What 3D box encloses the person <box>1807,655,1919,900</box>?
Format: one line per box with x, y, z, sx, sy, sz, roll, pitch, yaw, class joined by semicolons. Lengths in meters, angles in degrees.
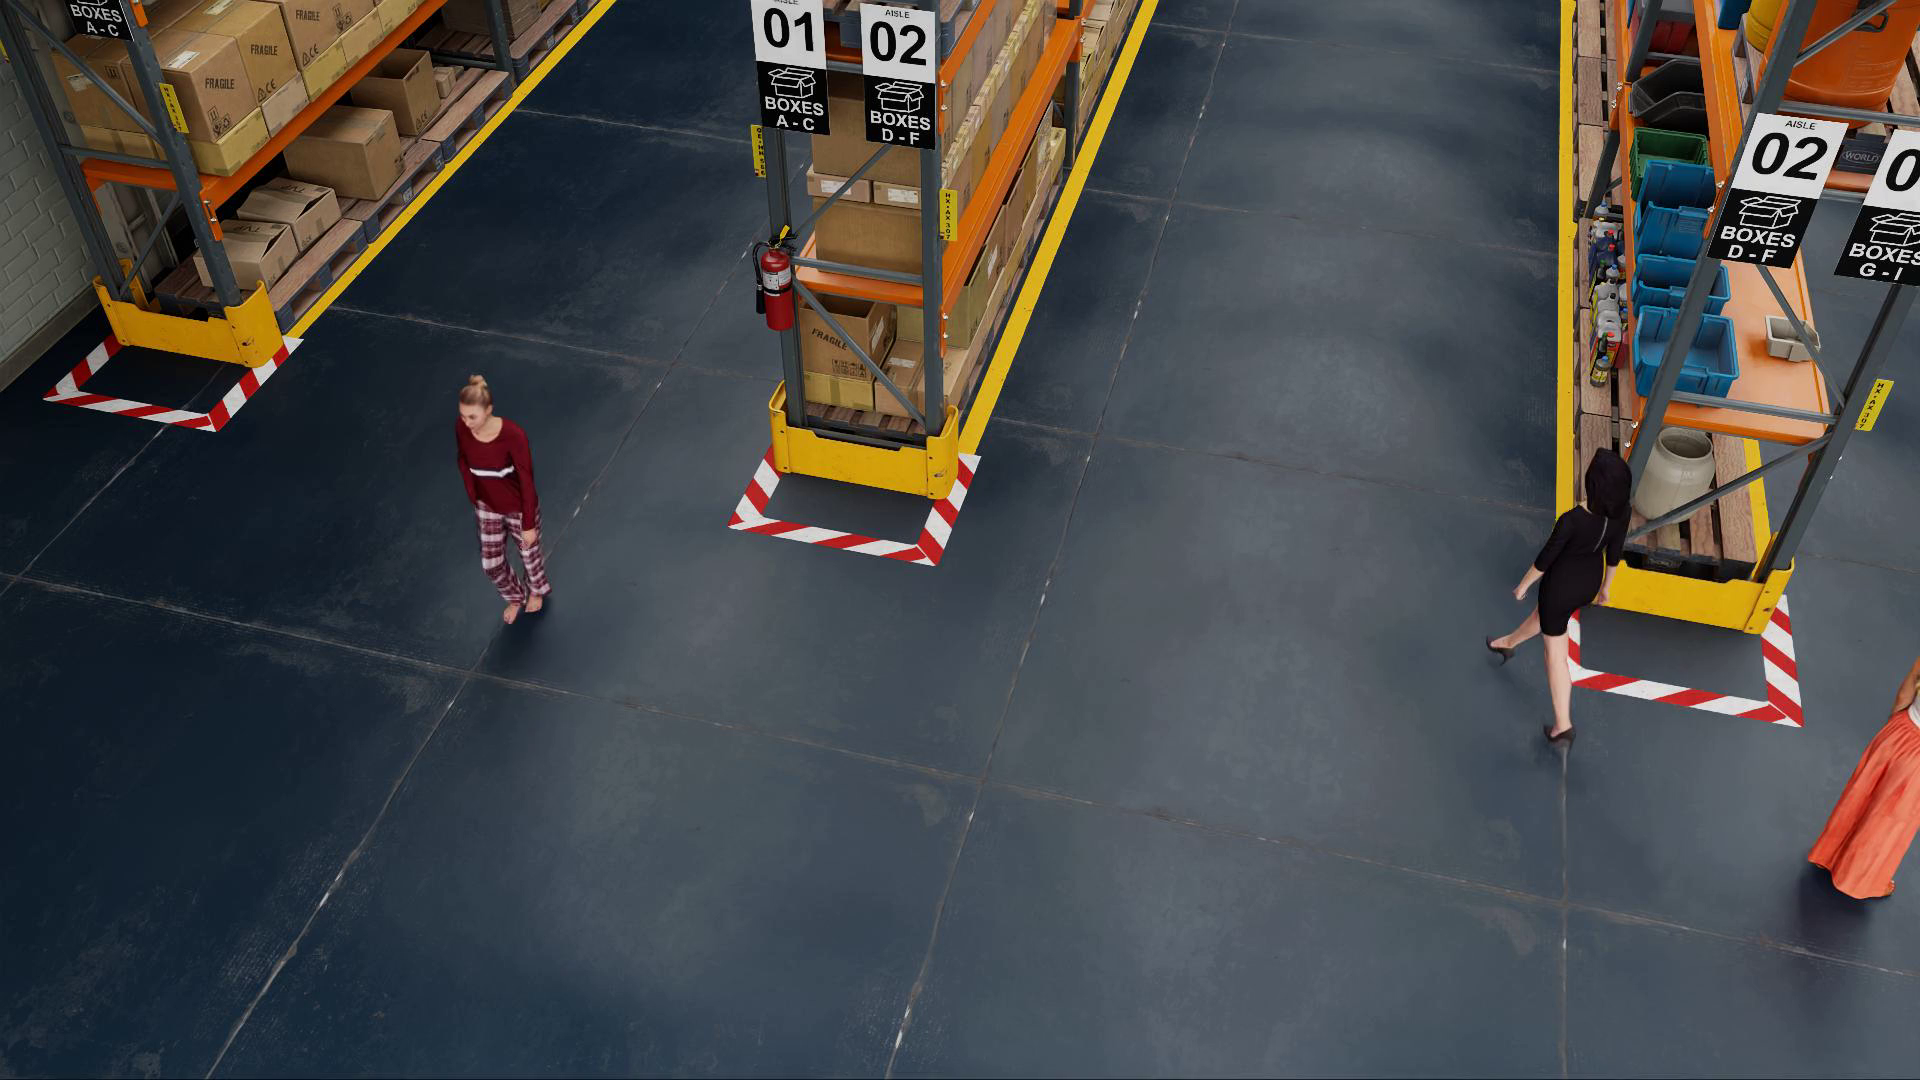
4.483;1.023;7.826;0.790;1.802;0.698;-13;45;-14;person

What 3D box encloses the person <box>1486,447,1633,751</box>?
3.166;0.355;8.576;1.031;1.754;1.177;-15;45;-16;person

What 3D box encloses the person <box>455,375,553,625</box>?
-2.497;-0.260;9.281;0.657;1.691;0.675;5;43;5;person
